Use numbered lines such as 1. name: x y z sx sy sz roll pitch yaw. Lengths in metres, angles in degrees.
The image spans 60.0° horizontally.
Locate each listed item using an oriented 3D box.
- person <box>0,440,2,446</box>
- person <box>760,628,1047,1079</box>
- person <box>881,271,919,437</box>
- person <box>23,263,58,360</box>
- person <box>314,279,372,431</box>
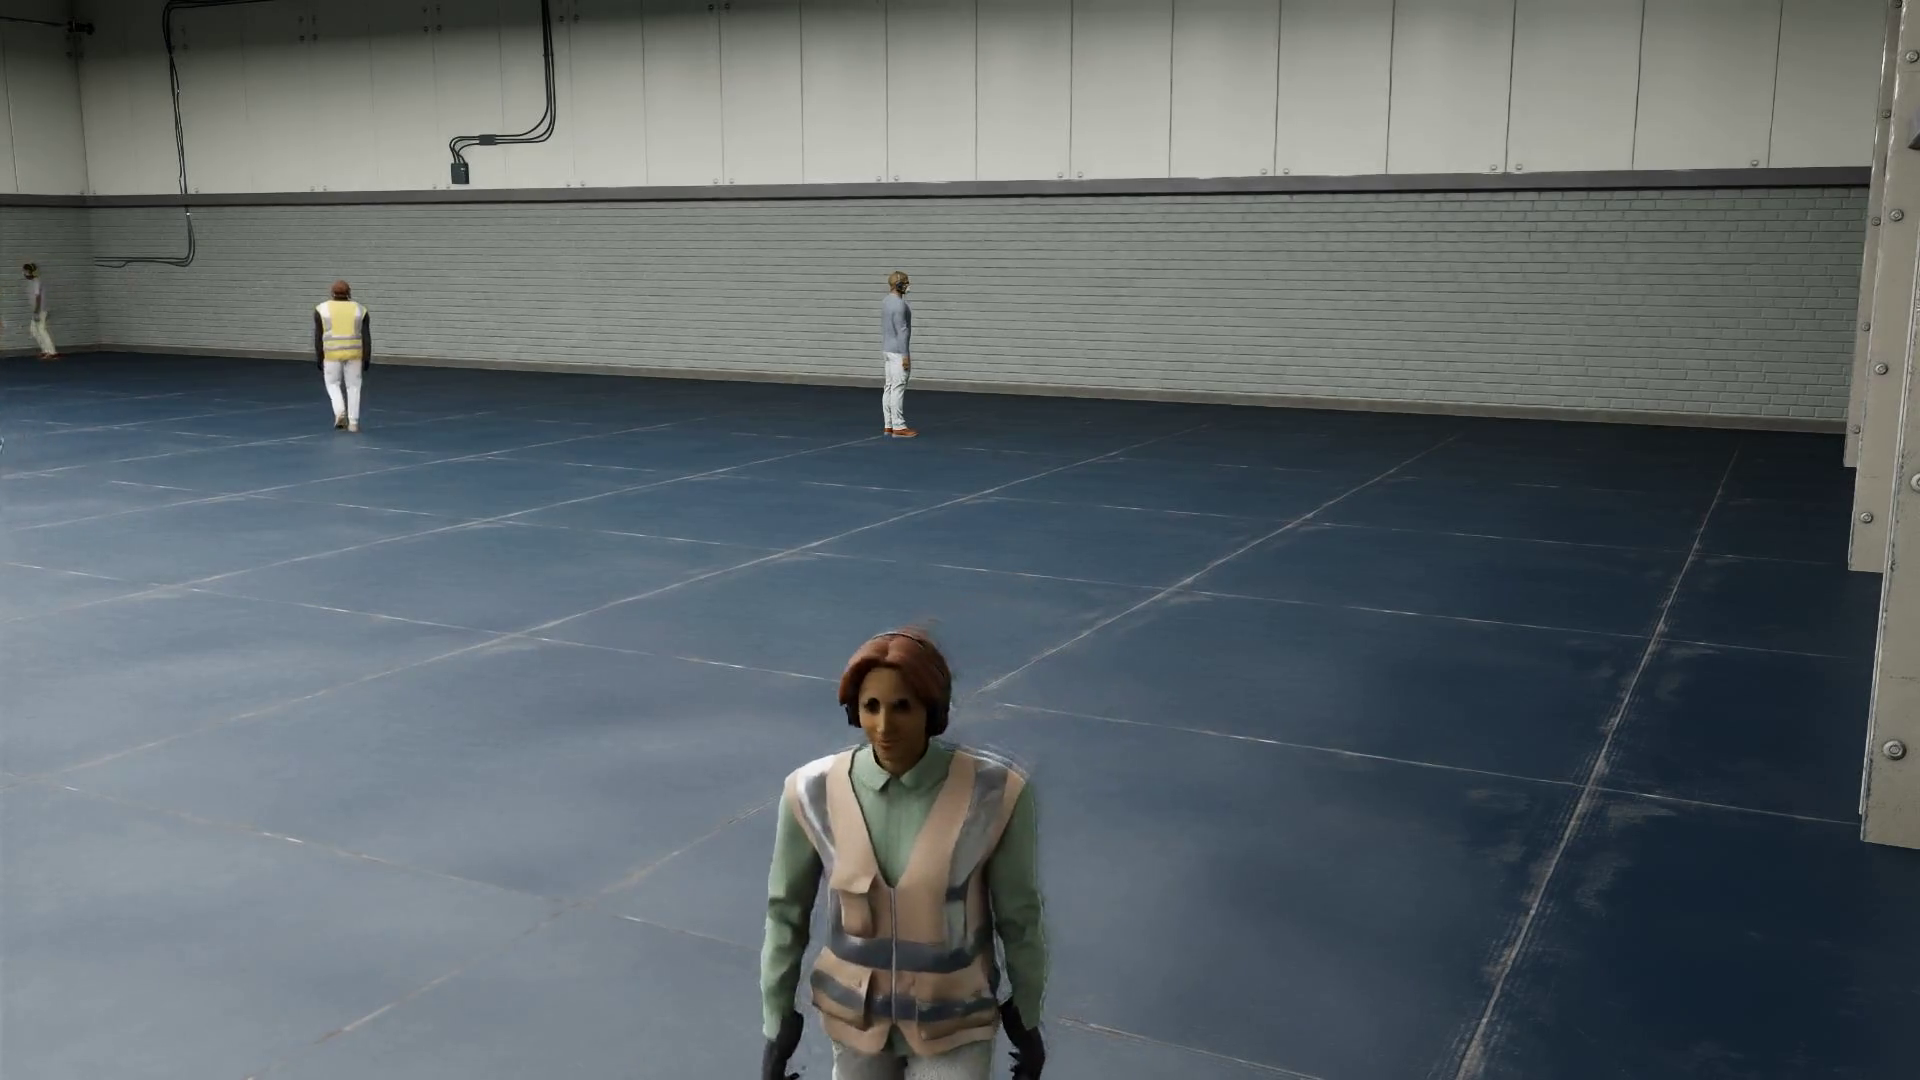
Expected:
1. person: -10.152 -1.678 16.858 0.601 1.902 0.476 5 11 24
2. person: -0.131 0.980 3.149 0.544 1.607 0.768 2 11 12
3. person: -0.725 -2.170 19.455 0.372 1.940 0.632 -4 11 -21
4. person: -17.360 -4.302 31.369 0.534 1.830 0.536 -10 14 -43
5. person: -7.388 -2.204 19.948 0.648 1.824 0.453 -5 12 -26
